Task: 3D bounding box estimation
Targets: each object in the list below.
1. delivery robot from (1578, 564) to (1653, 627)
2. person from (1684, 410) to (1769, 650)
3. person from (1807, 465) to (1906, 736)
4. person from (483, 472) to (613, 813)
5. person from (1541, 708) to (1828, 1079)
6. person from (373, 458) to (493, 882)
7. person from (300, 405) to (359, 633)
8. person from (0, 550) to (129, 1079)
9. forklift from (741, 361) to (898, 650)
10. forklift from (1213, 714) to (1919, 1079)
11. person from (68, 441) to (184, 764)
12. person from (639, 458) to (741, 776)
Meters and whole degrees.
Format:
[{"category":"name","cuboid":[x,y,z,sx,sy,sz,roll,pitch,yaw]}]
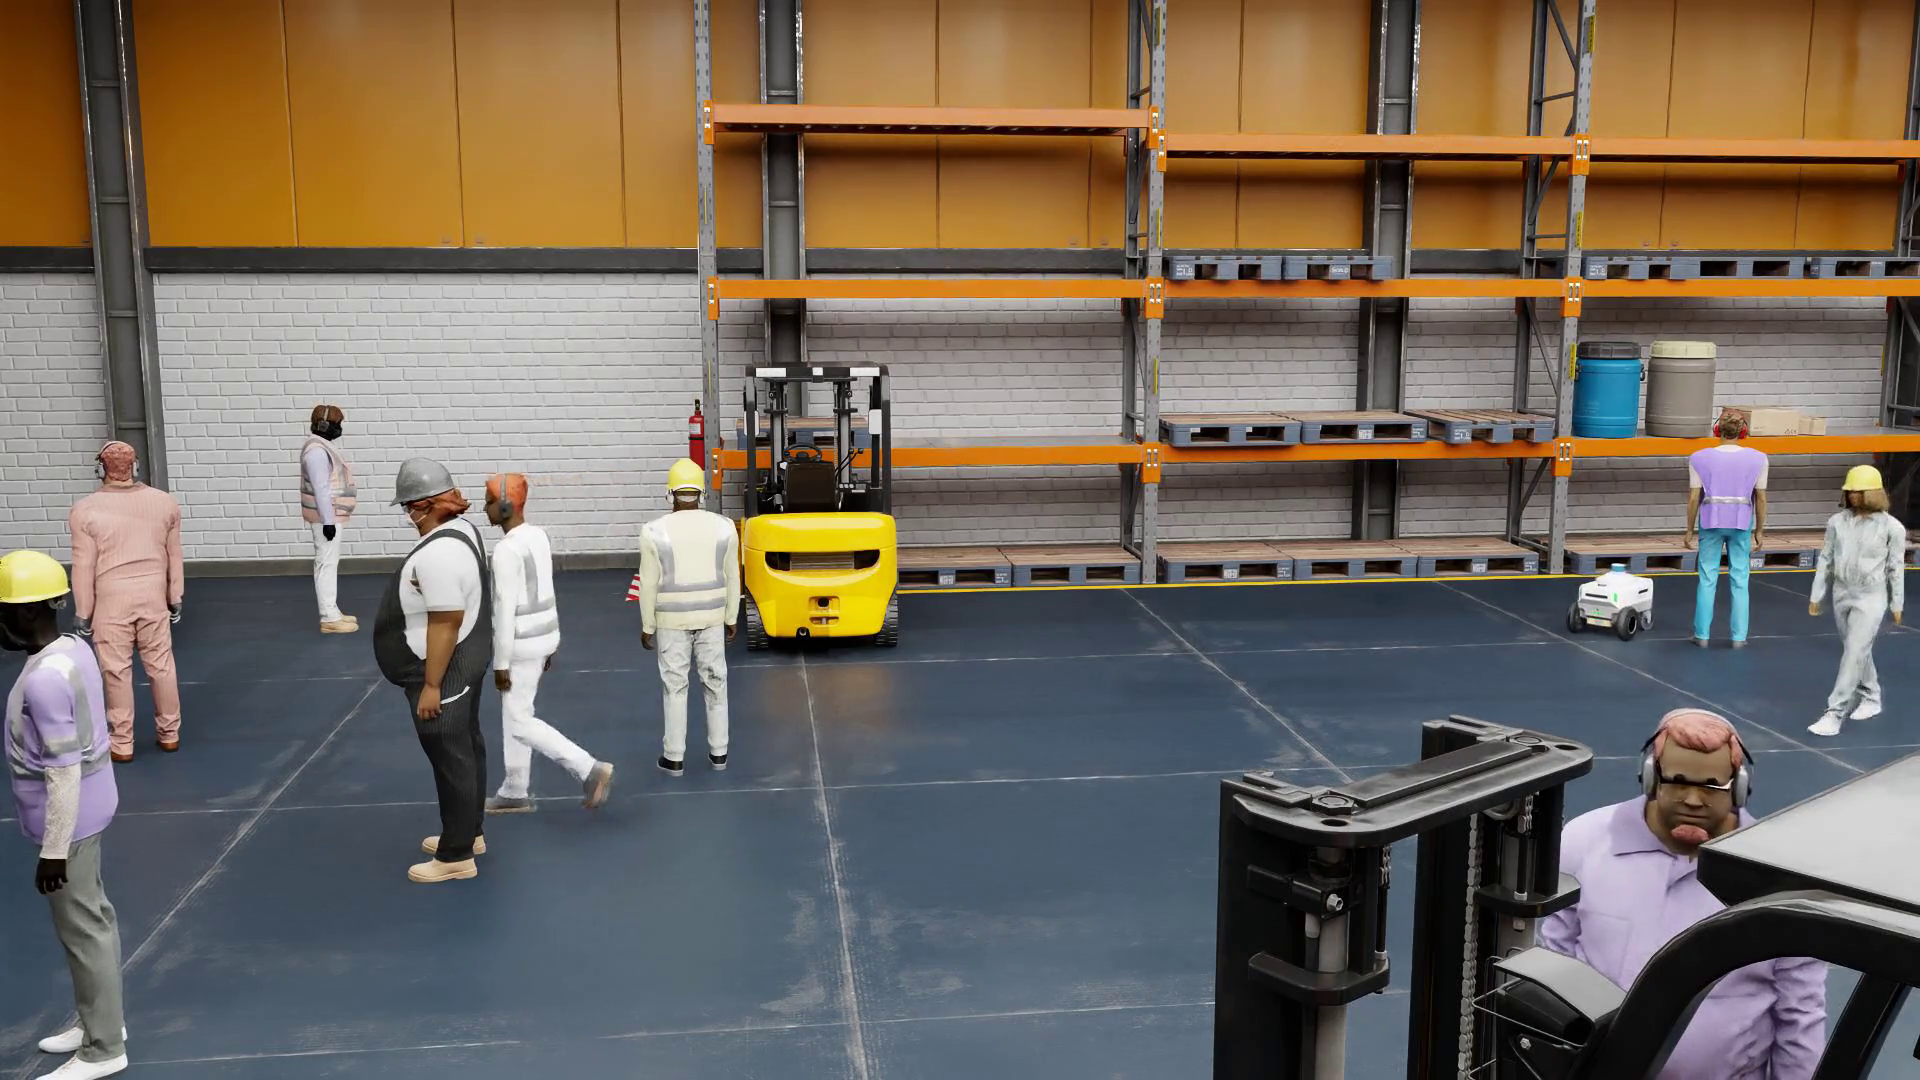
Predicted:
[{"category":"delivery robot","cuboid":[5.267,0.433,13.348,0.707,0.478,0.477,-9,13,-44]},{"category":"person","cuboid":[5.871,-0.073,12.774,0.564,1.848,0.388,3,10,19]},{"category":"person","cuboid":[5.678,0.364,10.531,0.913,1.693,0.504,-5,11,-30]},{"category":"person","cuboid":[-2.229,0.567,8.761,0.720,1.865,0.580,1,9,4]},{"category":"person","cuboid":[1.664,1.320,3.933,0.644,1.899,0.405,6,11,32]},{"category":"person","cuboid":[-2.522,0.601,7.967,0.535,2.000,0.674,-1,9,-6]},{"category":"person","cuboid":[-5.095,-0.176,13.454,0.429,1.839,0.621,-3,10,-19]},{"category":"person","cuboid":[-3.212,0.987,5.915,0.388,1.926,0.590,-4,10,-21]},{"category":"forklift","cuboid":[-1.154,-0.340,13.365,1.214,2.155,2.313,-1,9,-7]},{"category":"forklift","cuboid":[1.441,1.425,2.350,1.214,2.155,2.313,-7,12,-39]},{"category":"person","cuboid":[-4.946,0.363,9.873,0.407,1.906,0.655,7,12,37]},{"category":"person","cuboid":[-1.561,0.444,9.596,0.596,1.832,0.404,-4,10,-24]}]
